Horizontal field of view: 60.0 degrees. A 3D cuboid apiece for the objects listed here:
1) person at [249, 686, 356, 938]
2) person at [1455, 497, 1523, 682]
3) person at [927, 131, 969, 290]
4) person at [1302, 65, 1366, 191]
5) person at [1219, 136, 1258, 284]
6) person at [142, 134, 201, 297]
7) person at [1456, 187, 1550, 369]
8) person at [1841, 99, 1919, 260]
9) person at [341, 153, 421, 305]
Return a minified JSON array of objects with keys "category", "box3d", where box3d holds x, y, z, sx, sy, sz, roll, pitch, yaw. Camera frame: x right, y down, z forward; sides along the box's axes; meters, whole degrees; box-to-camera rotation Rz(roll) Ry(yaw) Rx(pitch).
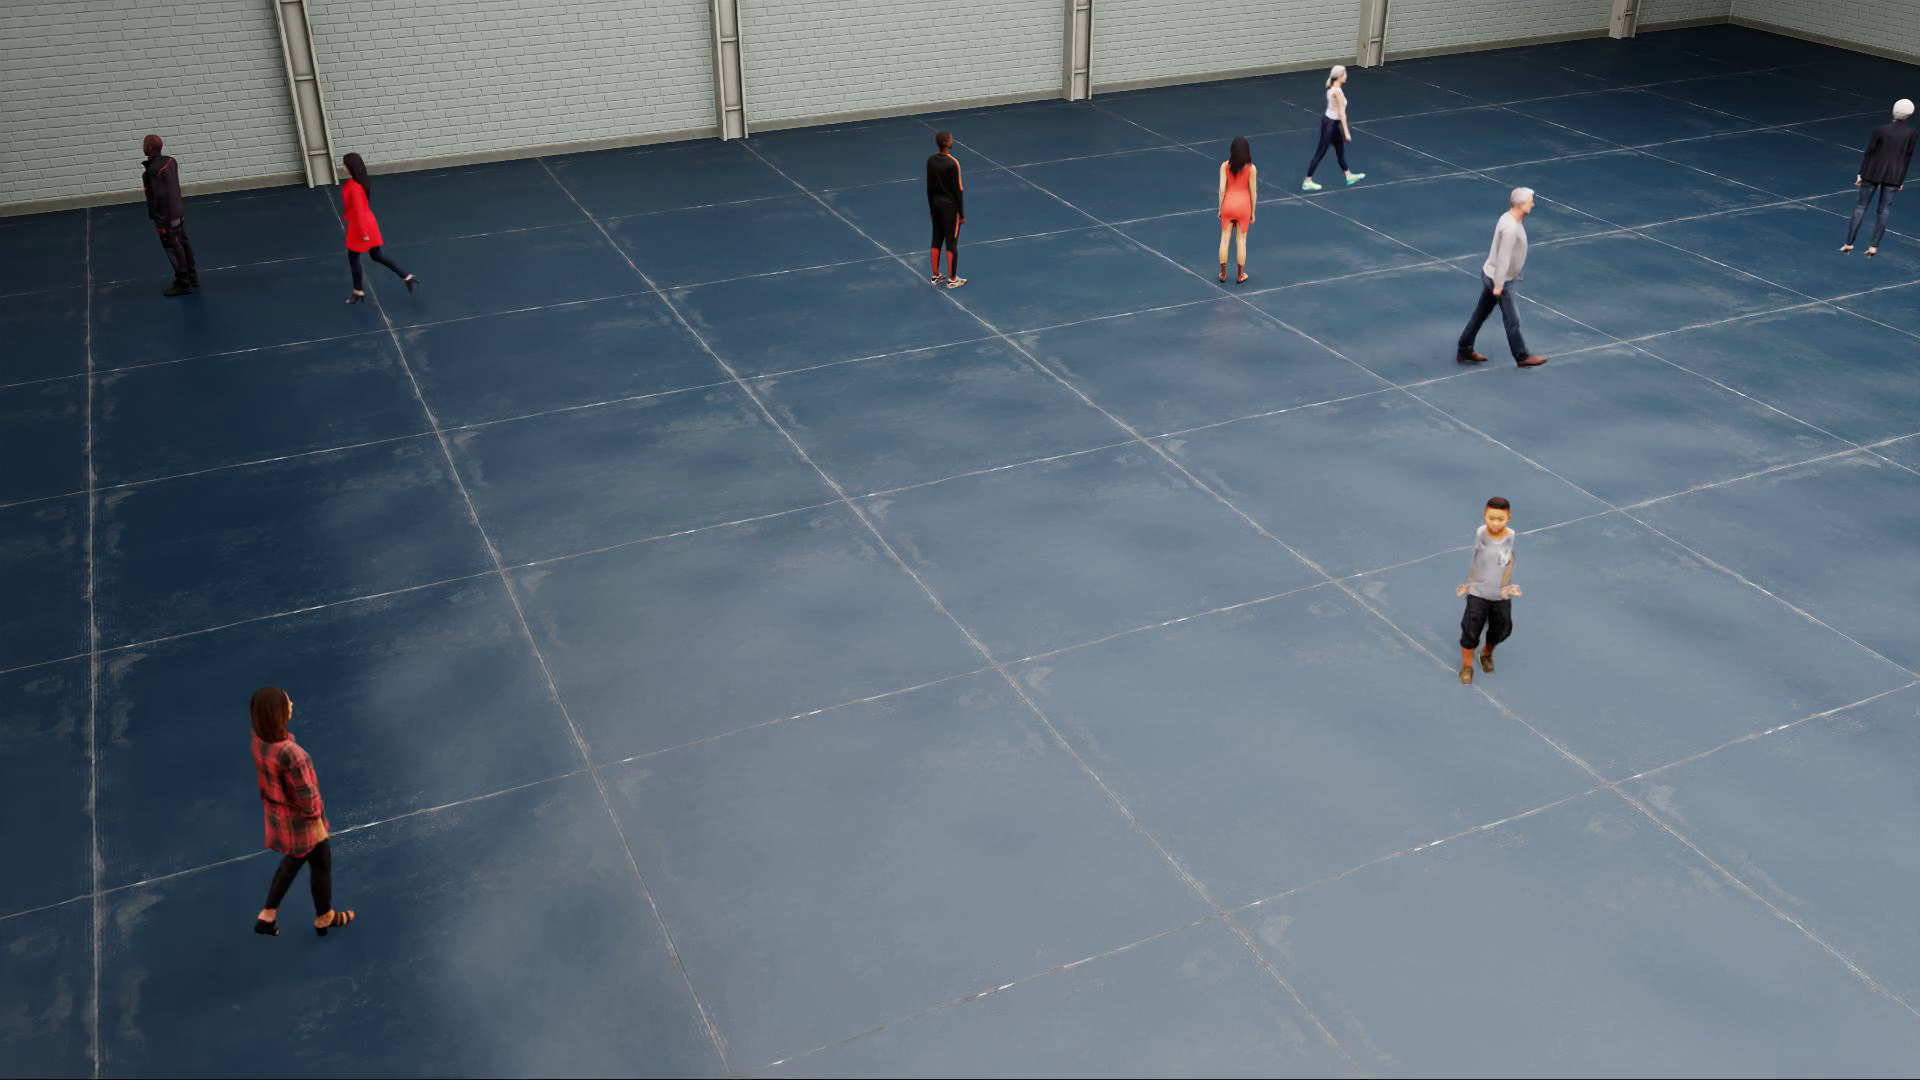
[{"category":"person","box3d":[-3.739,1.562,9.176,0.813,1.691,0.917,20,34,32]},{"category":"person","box3d":[3.760,0.286,11.827,0.726,1.451,0.804,5,28,9]},{"category":"person","box3d":[-0.171,-3.812,19.143,0.706,1.808,0.701,19,33,32]},{"category":"person","box3d":[4.937,-5.554,22.570,1.194,1.661,0.919,0,28,0]},{"category":"person","box3d":[3.199,-3.826,19.262,0.657,1.720,0.728,8,29,15]},{"category":"person","box3d":[-9.008,-3.723,18.957,0.732,1.825,0.773,-3,28,-5]},{"category":"person","box3d":[5.396,-2.648,16.892,1.273,1.869,1.171,6,29,12]},{"category":"person","box3d":[10.130,-4.001,18.331,0.823,1.781,0.780,12,30,22]},{"category":"person","box3d":[-6.561,-3.456,18.572,1.128,1.715,0.830,-3,28,-5]}]
